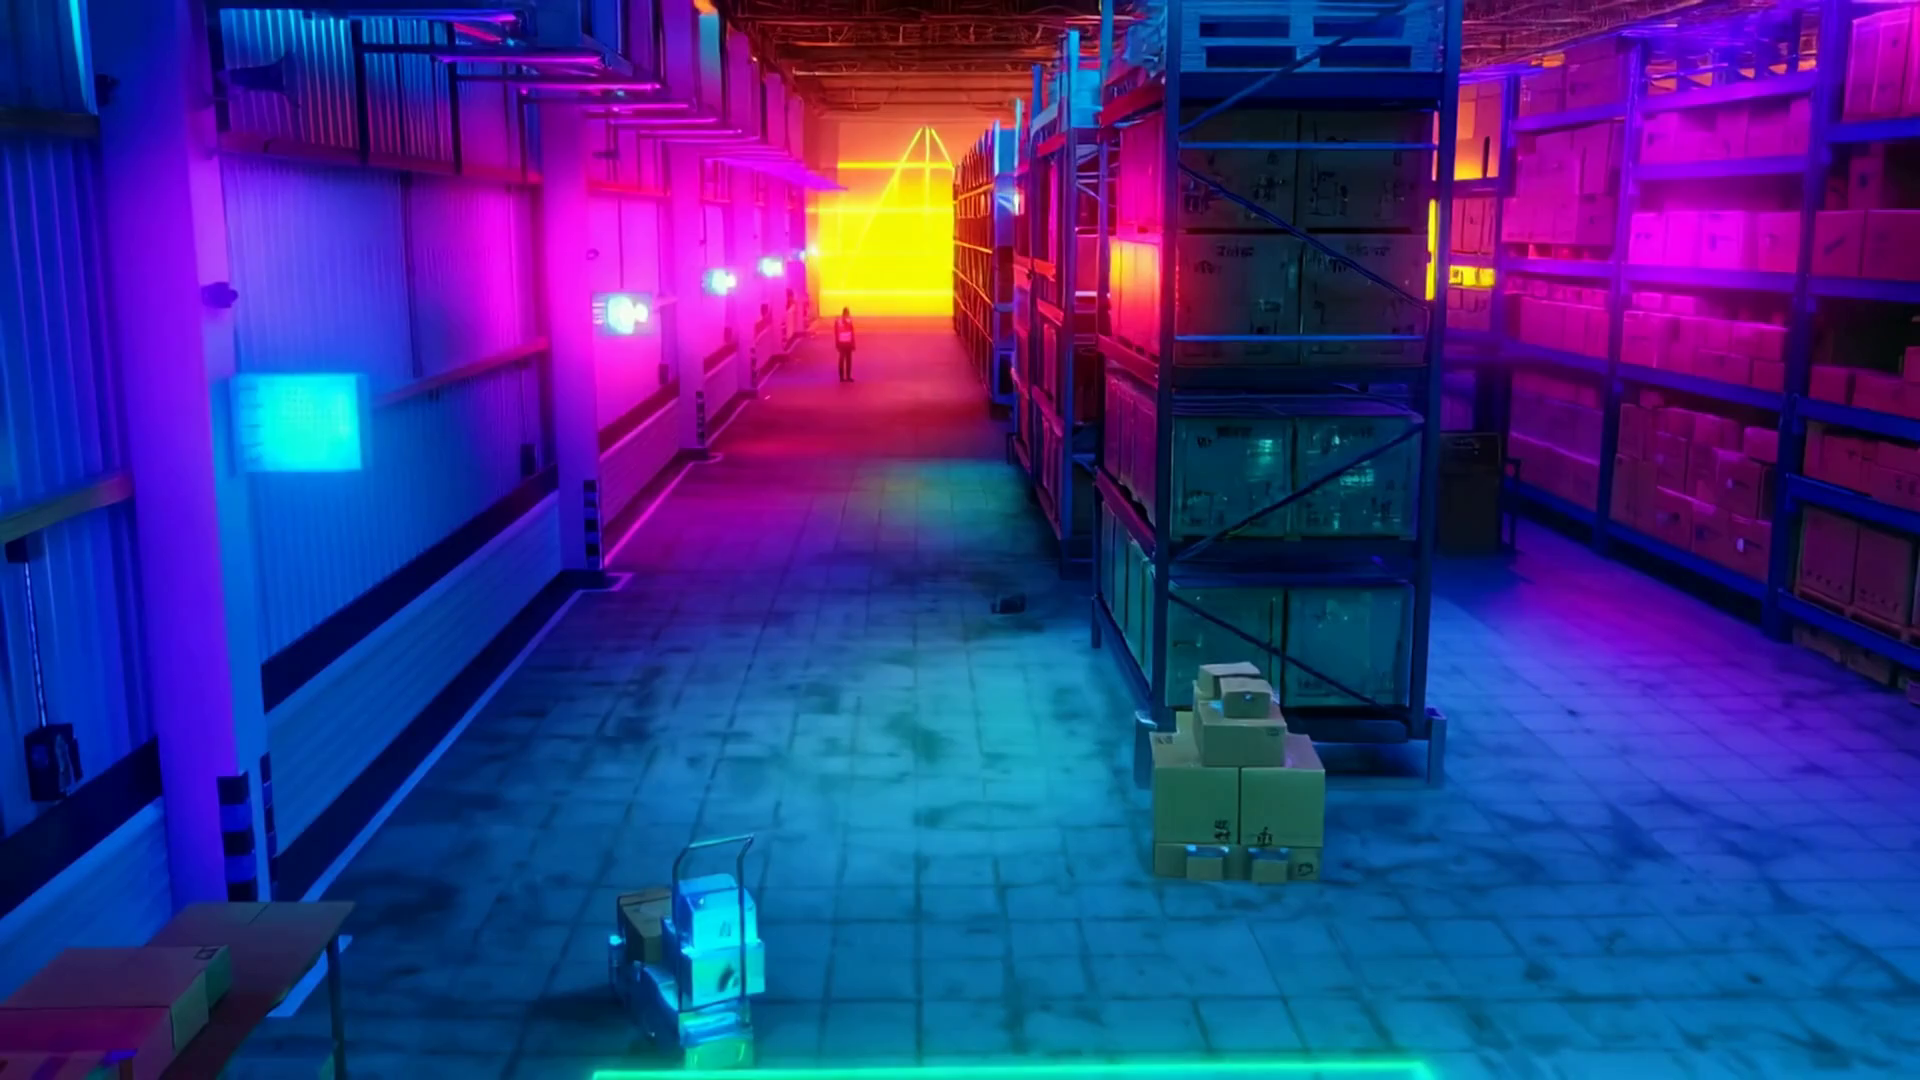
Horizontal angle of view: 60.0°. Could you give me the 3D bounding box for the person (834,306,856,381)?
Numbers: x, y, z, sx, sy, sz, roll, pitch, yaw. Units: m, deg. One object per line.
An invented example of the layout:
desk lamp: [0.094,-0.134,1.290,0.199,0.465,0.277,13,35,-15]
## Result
person: [-2.941,-5.011,42.463,0.590,1.912,0.386,-7,13,-33]

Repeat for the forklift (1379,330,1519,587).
forklift: [5.602,-1.003,19.068,1.129,2.768,1.873,0,11,-2]

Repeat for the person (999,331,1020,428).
person: [1.221,-3.136,32.592,0.897,1.966,0.611,5,12,23]
